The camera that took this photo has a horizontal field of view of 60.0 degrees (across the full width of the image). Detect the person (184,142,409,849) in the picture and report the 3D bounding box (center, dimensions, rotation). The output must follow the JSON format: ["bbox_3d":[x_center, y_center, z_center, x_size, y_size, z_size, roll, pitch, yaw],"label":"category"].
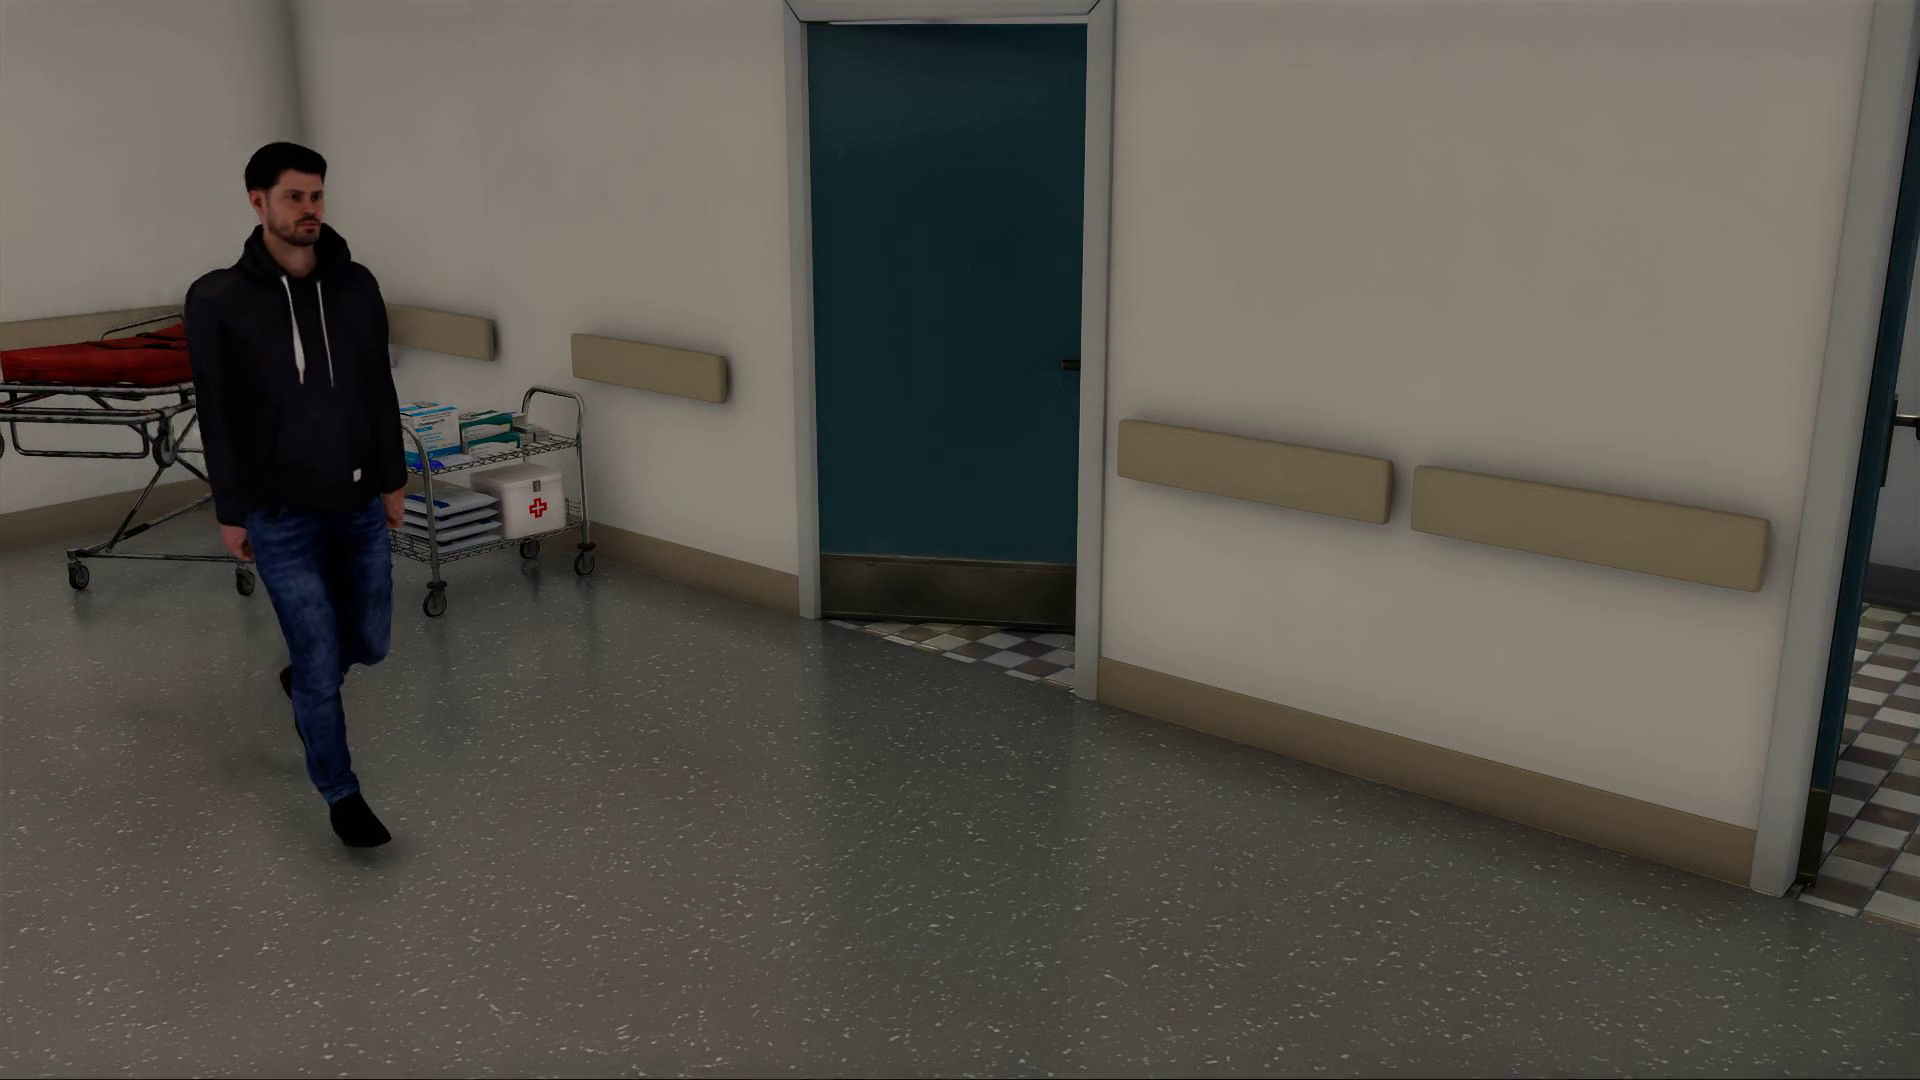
[{"bbox_3d":[-1.794,-0.111,4.507,0.772,1.869,1.053,-13,20,-39],"label":"person"}]
